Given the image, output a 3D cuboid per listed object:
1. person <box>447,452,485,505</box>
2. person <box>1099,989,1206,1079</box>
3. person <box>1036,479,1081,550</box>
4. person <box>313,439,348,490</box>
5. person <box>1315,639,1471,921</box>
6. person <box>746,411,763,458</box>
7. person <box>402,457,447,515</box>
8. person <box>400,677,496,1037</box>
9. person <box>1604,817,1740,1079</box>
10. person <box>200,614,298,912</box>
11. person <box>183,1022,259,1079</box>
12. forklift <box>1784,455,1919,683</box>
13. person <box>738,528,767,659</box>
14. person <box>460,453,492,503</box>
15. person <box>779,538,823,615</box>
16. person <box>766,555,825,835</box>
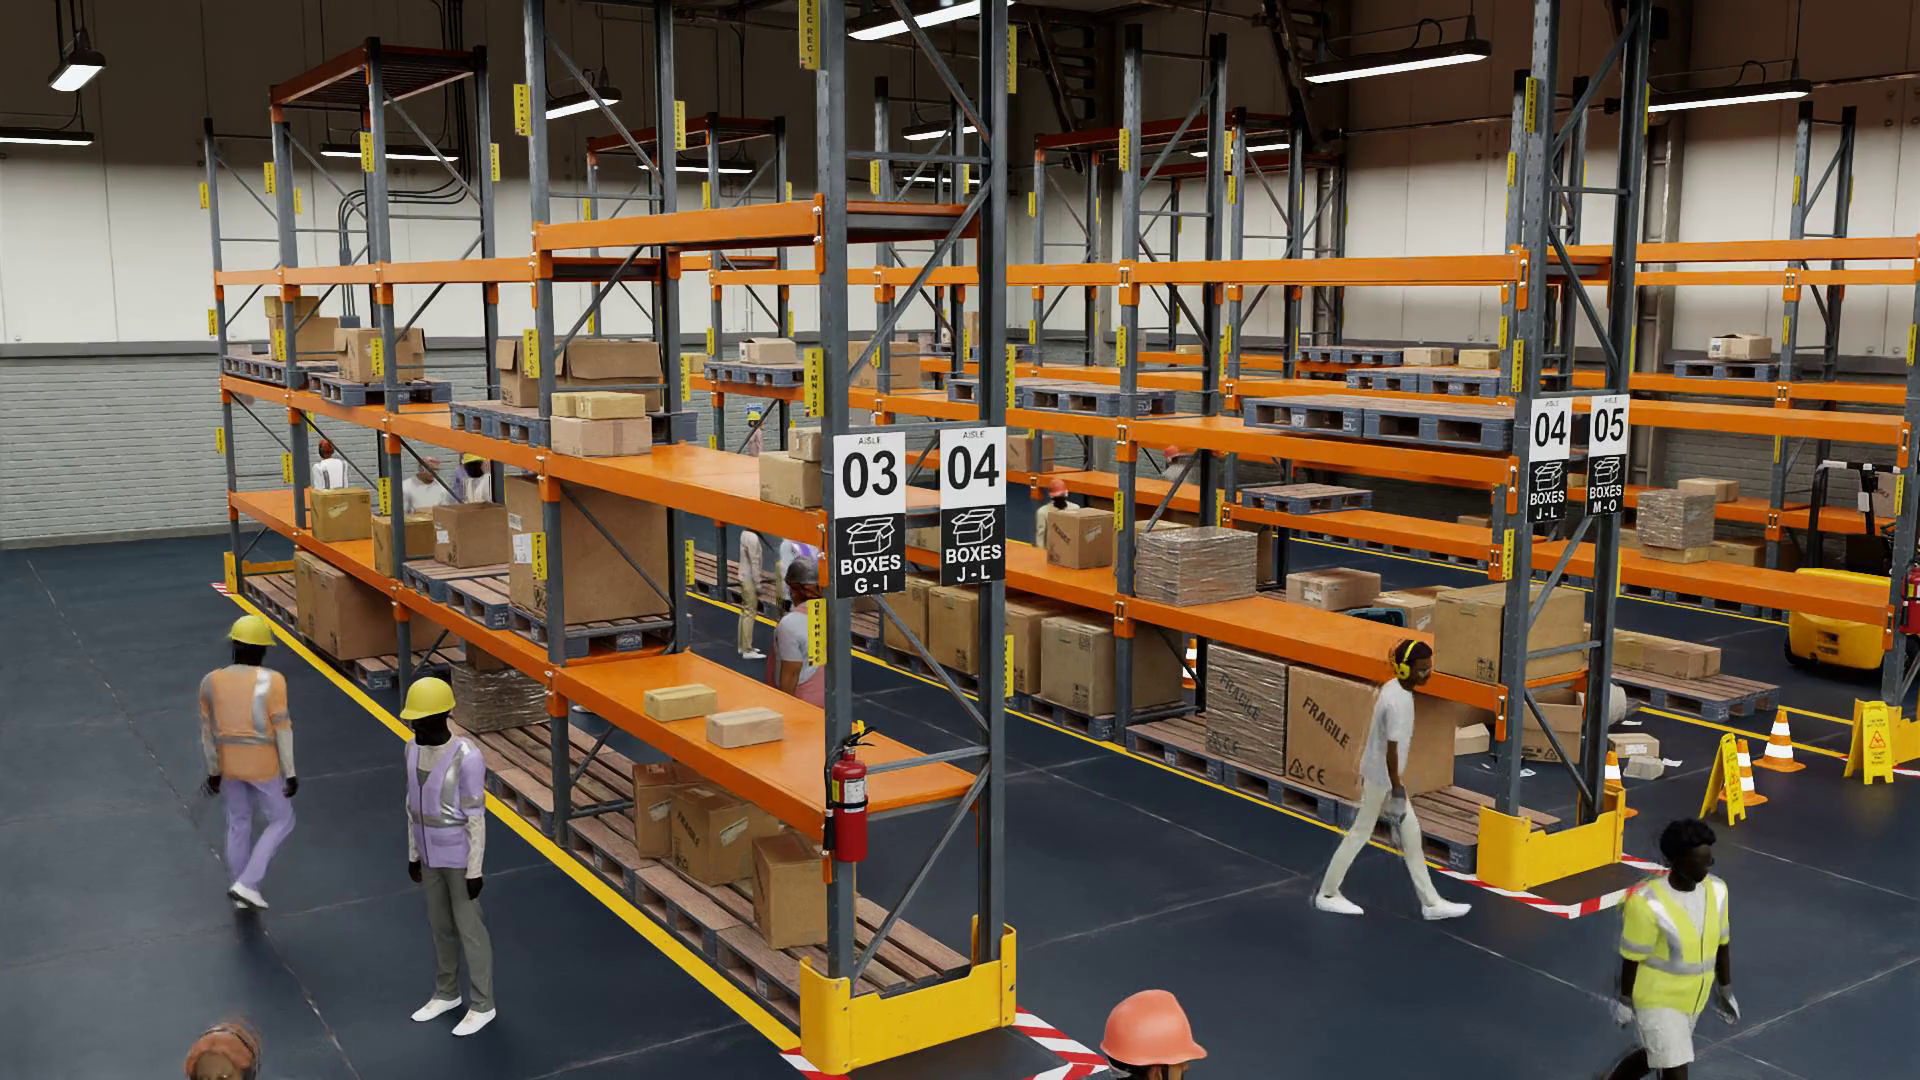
[{"bbox_3d":[-7.222,-0.515,24.294,0.583,1.596,0.832,2,9,10],"label":"person"},{"bbox_3d":[0.510,2.239,4.810,0.547,1.934,0.376,8,11,42],"label":"person"},{"bbox_3d":[1.196,0.151,19.439,0.604,1.710,0.660,-1,9,-8],"label":"person"},{"bbox_3d":[-8.687,-0.461,22.956,0.354,1.883,0.573,4,10,26],"label":"person"},{"bbox_3d":[2.671,1.488,10.262,0.987,1.805,0.517,4,9,24],"label":"person"},{"bbox_3d":[-3.657,-1.415,29.695,0.311,1.768,0.531,-3,9,-21],"label":"person"},{"bbox_3d":[-6.649,-0.094,20.551,0.442,1.879,0.697,8,12,44],"label":"person"},{"bbox_3d":[-2.725,1.654,8.774,0.585,1.918,0.410,6,10,35],"label":"person"},{"bbox_3d":[3.103,1.990,7.379,0.525,1.659,0.820,-4,10,-26],"label":"person"},{"bbox_3d":[-4.443,1.413,10.387,0.667,1.905,0.438,1,9,9],"label":"person"},{"bbox_3d":[-2.318,2.309,5.421,0.515,1.604,0.827,-3,9,-17],"label":"person"},{"bbox_3d":[9.643,0.253,17.172,2.313,2.155,1.214,-6,10,-33],"label":"forklift"},{"bbox_3d":[-2.221,0.452,17.742,0.288,1.626,0.498,-3,9,-19],"label":"person"},{"bbox_3d":[-6.049,-0.187,21.168,0.635,1.883,0.413,6,10,34],"label":"person"},{"bbox_3d":[-1.503,0.561,16.533,0.634,1.777,0.980,-4,9,-23],"label":"person"},{"bbox_3d":[-1.139,1.114,11.943,0.537,2.000,0.682,5,10,30],"label":"person"}]
